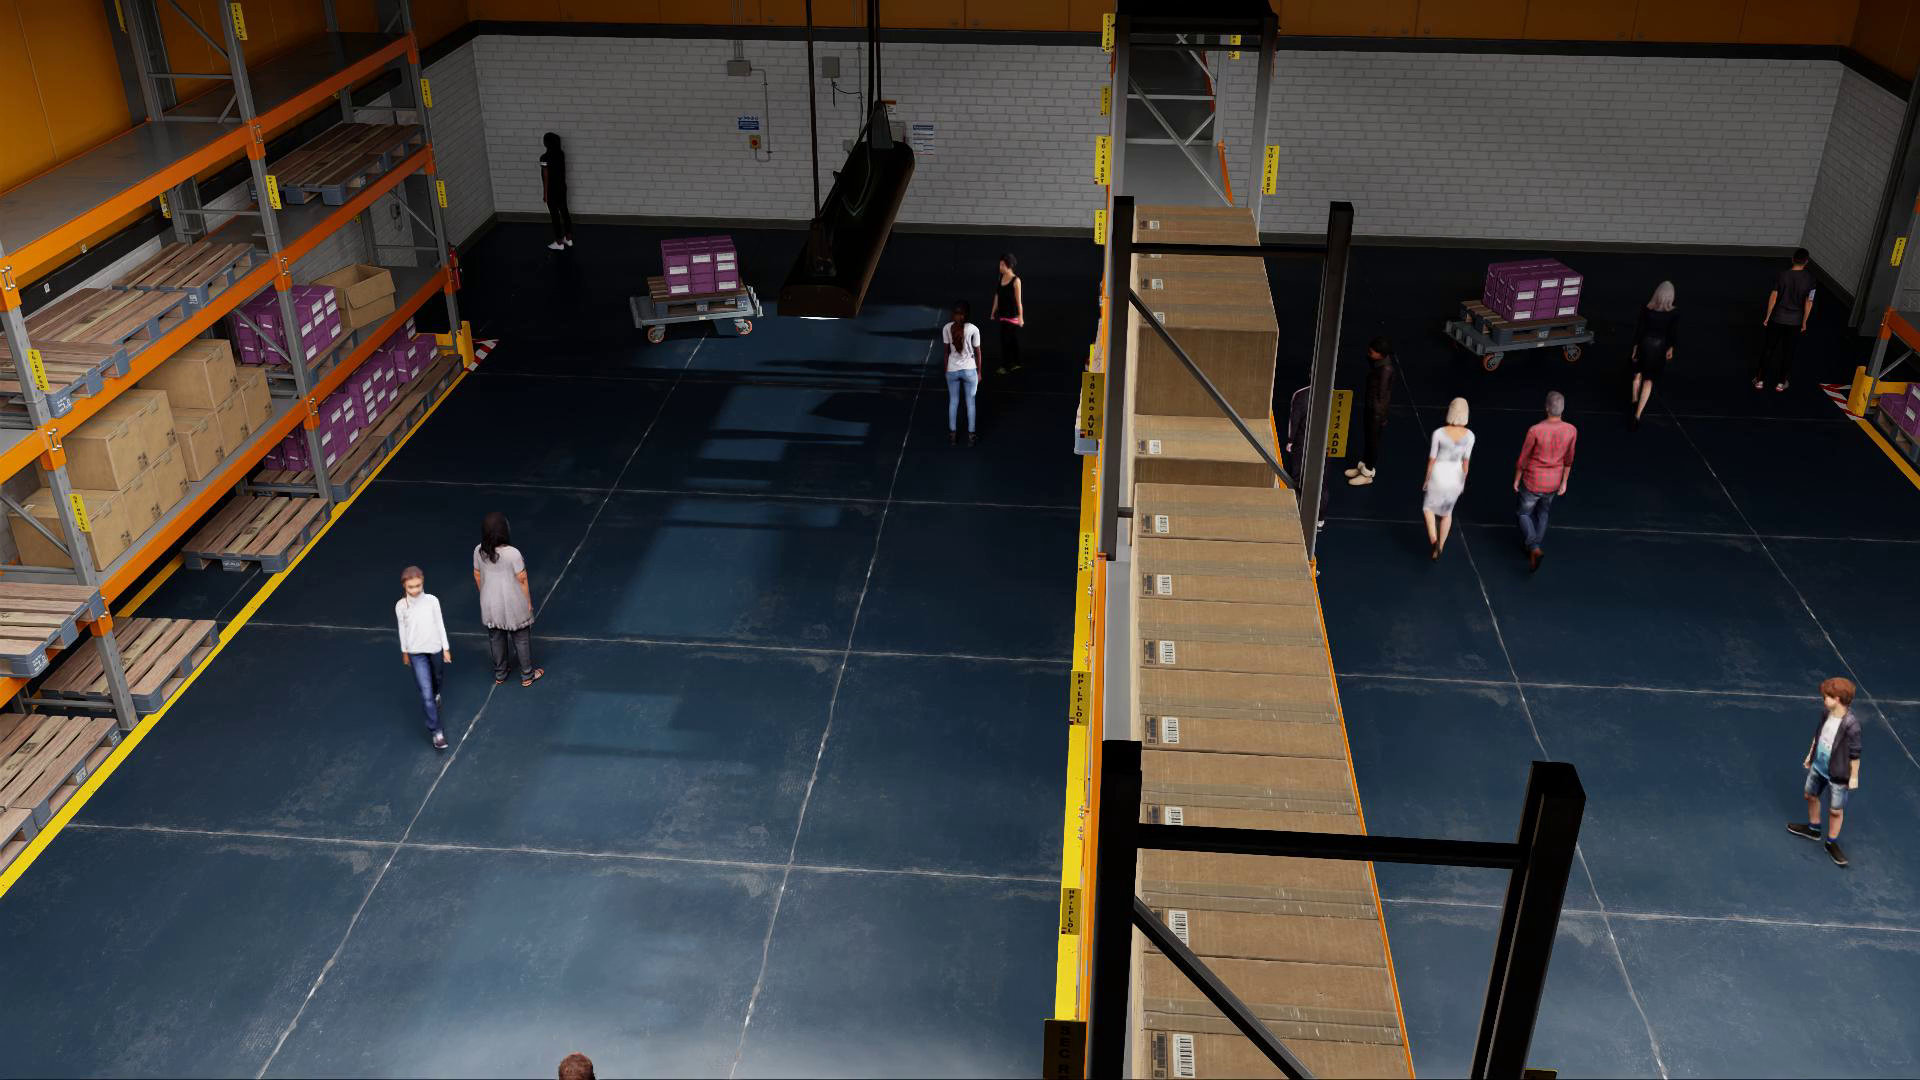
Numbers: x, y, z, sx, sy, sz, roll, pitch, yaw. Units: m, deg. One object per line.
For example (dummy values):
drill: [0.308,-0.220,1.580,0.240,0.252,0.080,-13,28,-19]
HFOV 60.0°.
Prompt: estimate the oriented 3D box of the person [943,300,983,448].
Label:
person: [0.024,-1.872,18.570,0.604,1.719,0.557,6,29,10]

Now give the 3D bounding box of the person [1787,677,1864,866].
person: [6.518,1.702,12.315,0.803,1.434,0.582,-13,31,-23]

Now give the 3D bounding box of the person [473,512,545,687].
person: [-3.925,0.509,14.321,0.662,1.608,0.687,6,29,11]

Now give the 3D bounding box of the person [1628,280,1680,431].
person: [7.864,-2.078,18.948,0.817,1.719,1.048,12,31,20]

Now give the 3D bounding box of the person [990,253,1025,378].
person: [0.675,-2.793,20.452,0.834,1.534,0.789,-17,33,-29]

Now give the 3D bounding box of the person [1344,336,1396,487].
person: [4.450,-1.391,17.750,0.659,1.659,0.590,16,32,26]

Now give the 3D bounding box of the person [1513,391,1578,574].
person: [5.620,-0.528,16.011,0.788,1.809,1.025,-1,29,-2]

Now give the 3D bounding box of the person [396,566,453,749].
person: [-4.420,0.874,13.744,0.912,1.519,1.137,-13,31,-23]

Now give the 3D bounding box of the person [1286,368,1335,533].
person: [3.544,-0.933,16.725,0.673,1.837,0.577,1,29,1]

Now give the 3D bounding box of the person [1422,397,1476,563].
person: [4.707,-0.524,16.082,0.595,1.736,0.678,1,29,2]

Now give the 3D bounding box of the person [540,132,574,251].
person: [-5.986,-5.180,24.623,0.765,1.729,0.662,16,33,27]

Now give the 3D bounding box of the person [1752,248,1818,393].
person: [9.897,-2.641,19.932,0.700,1.765,0.666,12,31,21]
